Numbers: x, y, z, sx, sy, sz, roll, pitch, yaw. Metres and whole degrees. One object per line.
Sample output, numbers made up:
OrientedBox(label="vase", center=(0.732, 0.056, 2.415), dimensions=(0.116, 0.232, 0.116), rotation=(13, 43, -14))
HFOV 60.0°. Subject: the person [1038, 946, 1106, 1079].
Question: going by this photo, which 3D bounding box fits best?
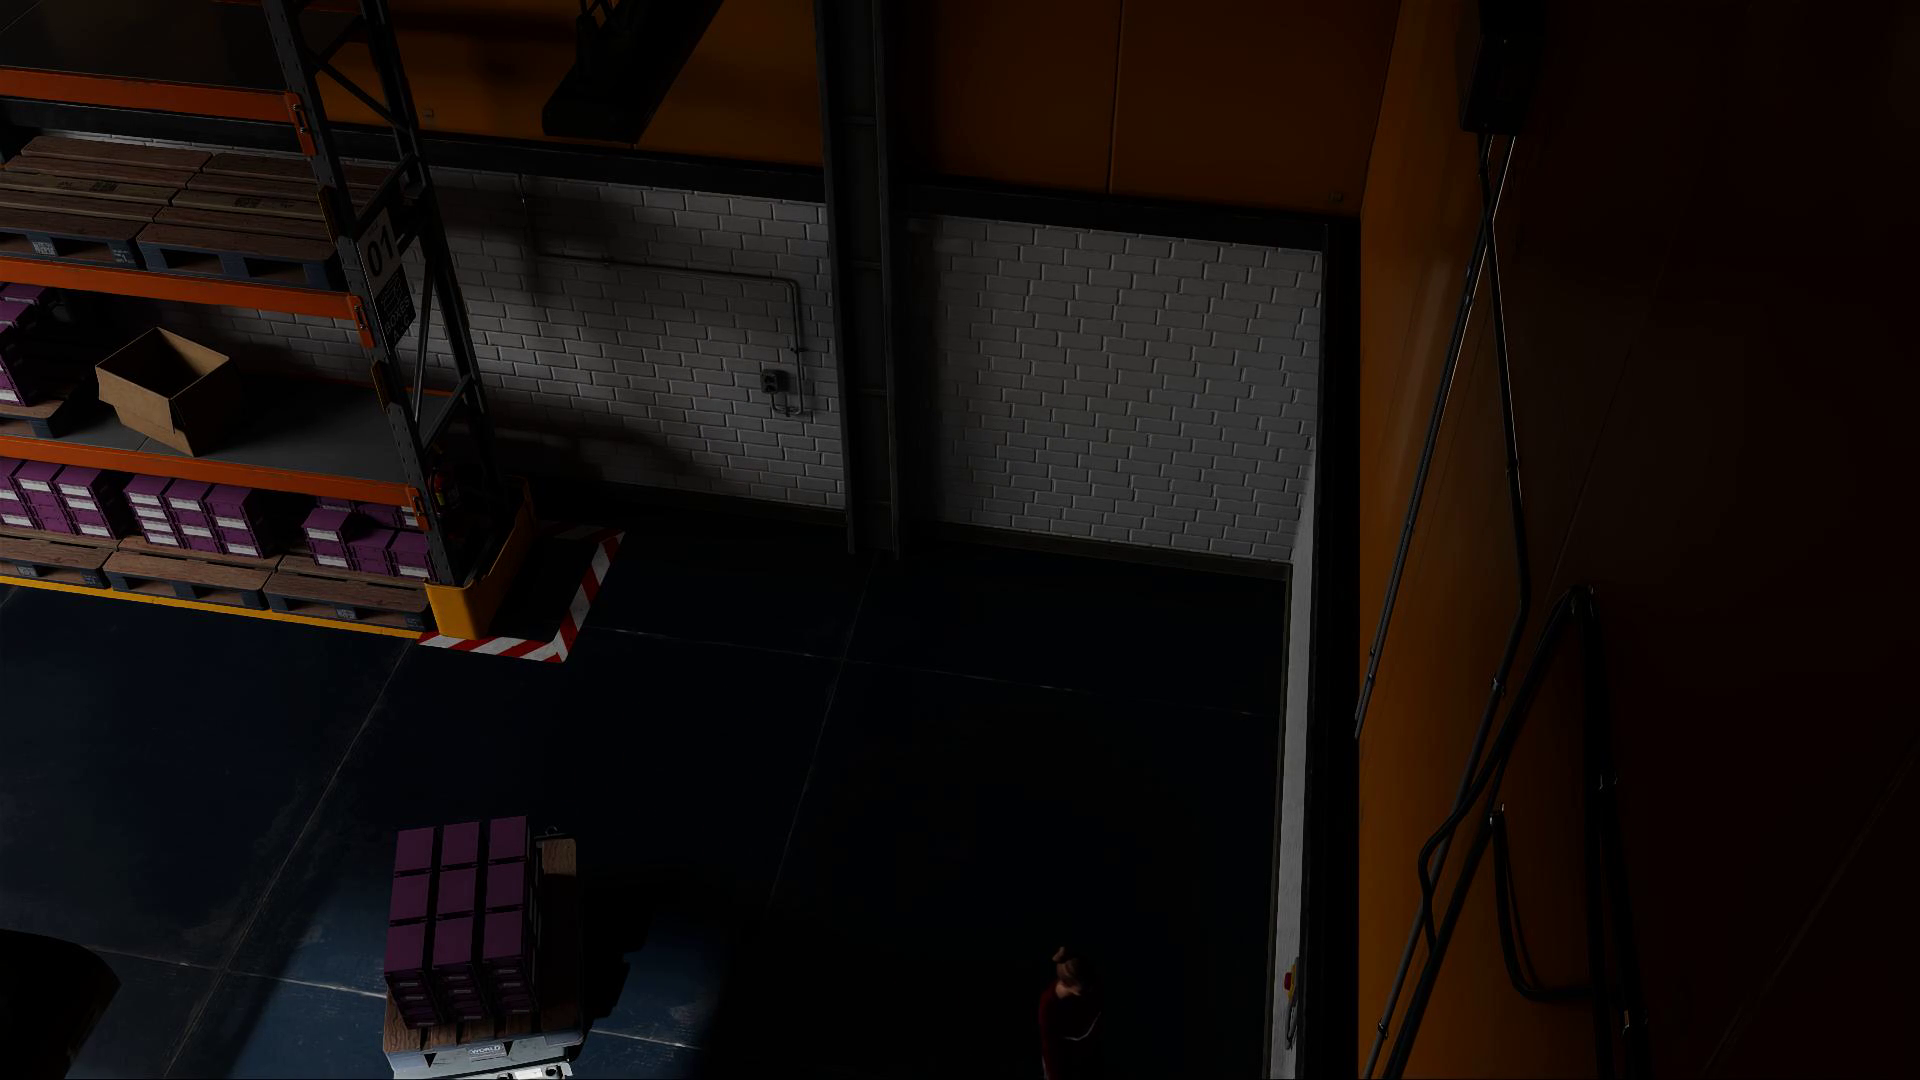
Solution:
OrientedBox(label="person", center=(0.547, 2.534, 8.391), dimensions=(0.676, 1.698, 0.711), rotation=(27, 50, 25))
